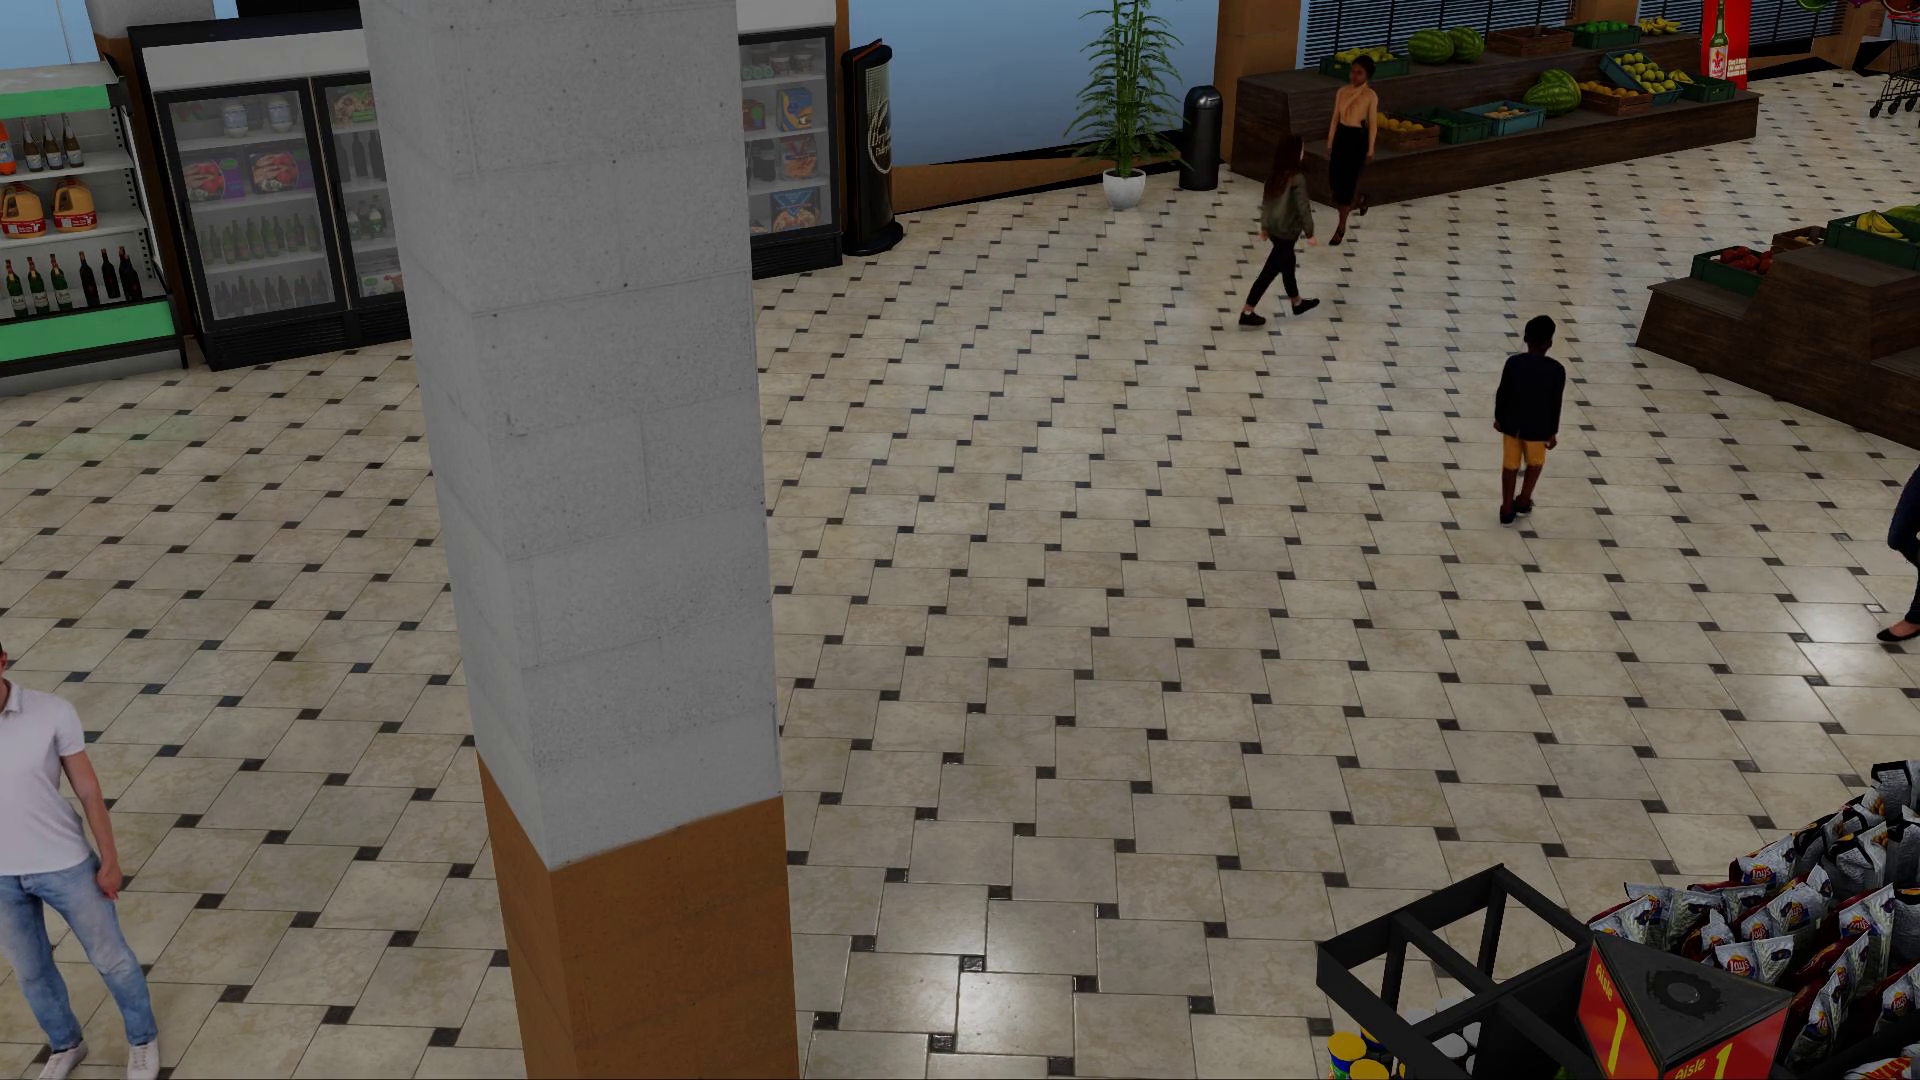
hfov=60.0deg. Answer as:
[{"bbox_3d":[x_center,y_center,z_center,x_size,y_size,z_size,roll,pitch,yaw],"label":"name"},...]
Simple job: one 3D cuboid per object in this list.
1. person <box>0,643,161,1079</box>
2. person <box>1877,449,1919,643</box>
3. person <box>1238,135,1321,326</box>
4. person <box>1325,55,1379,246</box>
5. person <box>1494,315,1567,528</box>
[{"bbox_3d":[-3.089,1.062,5.529,0.590,1.850,0.777,-5,27,-11],"label":"person"},{"bbox_3d":[5.004,-0.274,8.319,0.804,1.709,0.719,-5,27,-9],"label":"person"},{"bbox_3d":[2.388,-2.307,12.624,1.026,1.440,0.712,-9,28,-17],"label":"person"},{"bbox_3d":[3.475,-3.432,14.628,0.946,1.635,0.702,-24,36,-39],"label":"person"},{"bbox_3d":[3.250,-0.661,9.574,0.631,1.263,0.667,13,30,25],"label":"person"}]
